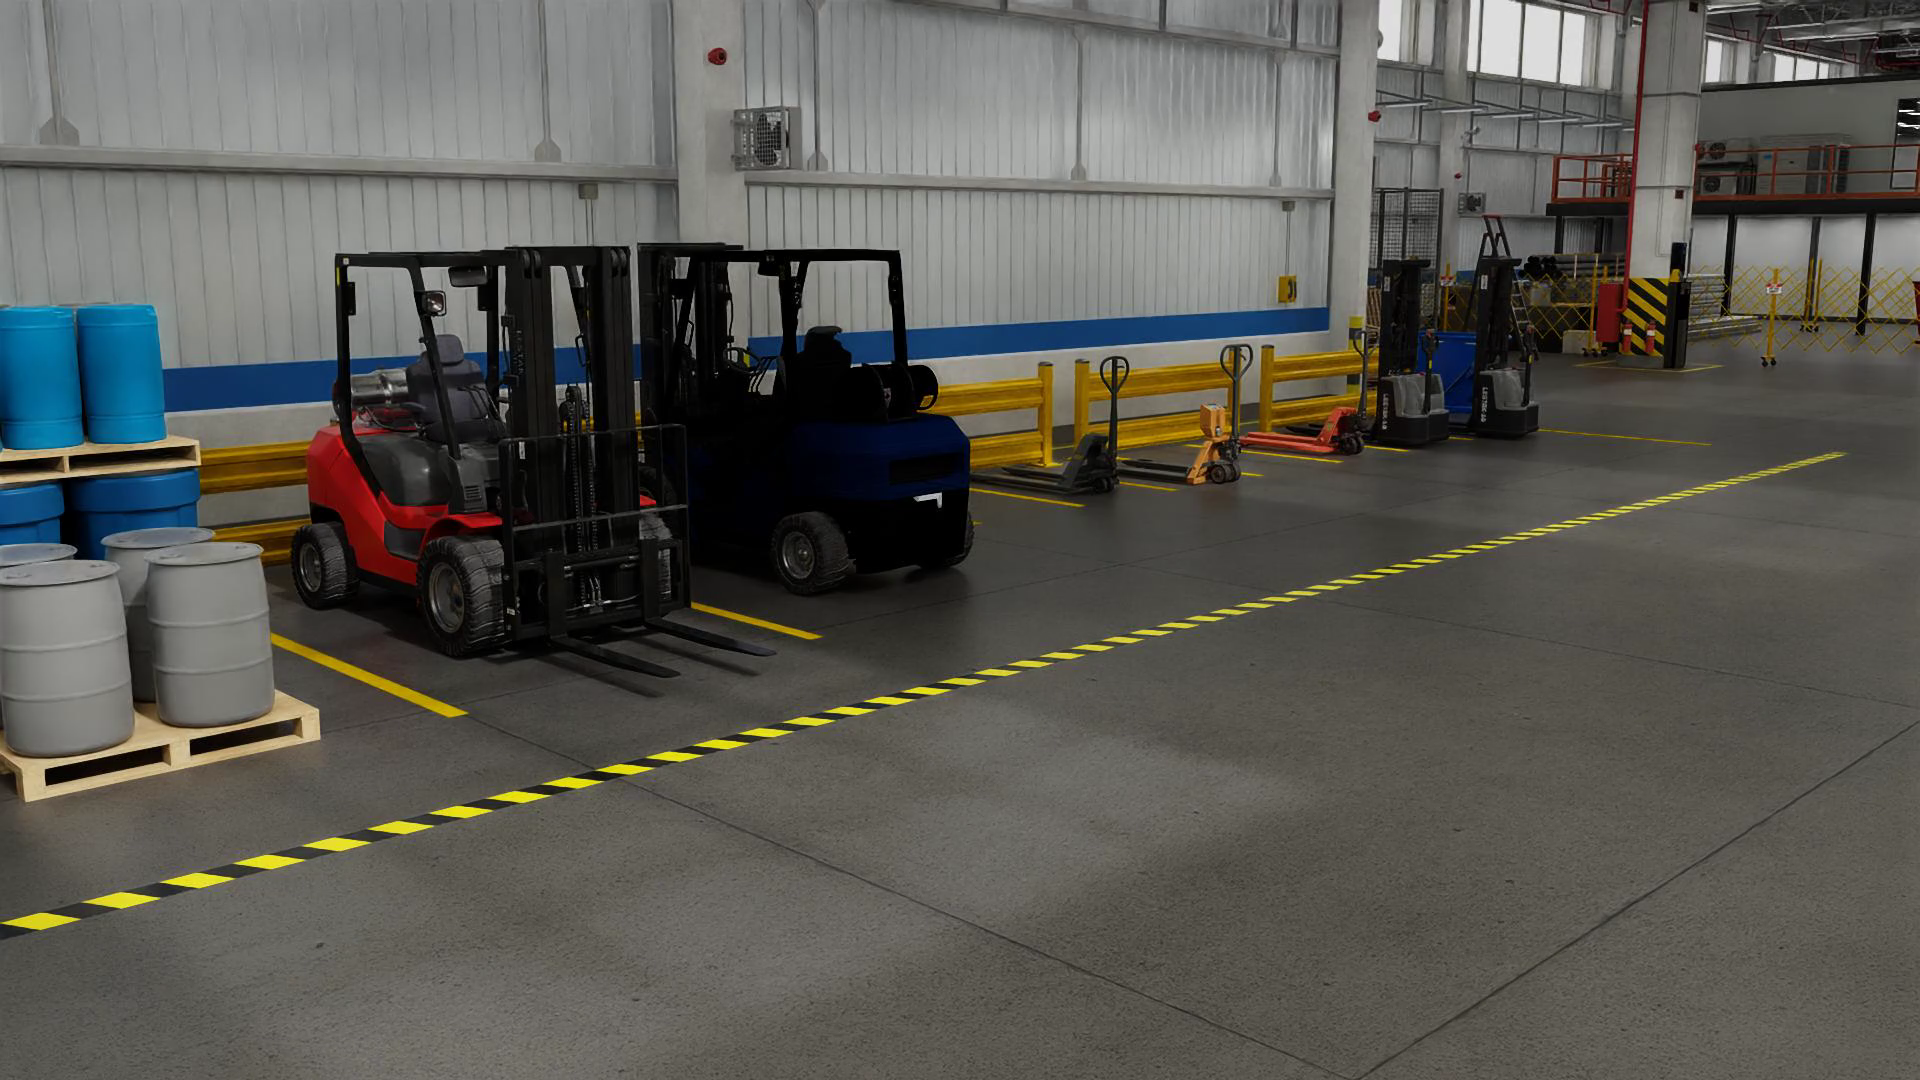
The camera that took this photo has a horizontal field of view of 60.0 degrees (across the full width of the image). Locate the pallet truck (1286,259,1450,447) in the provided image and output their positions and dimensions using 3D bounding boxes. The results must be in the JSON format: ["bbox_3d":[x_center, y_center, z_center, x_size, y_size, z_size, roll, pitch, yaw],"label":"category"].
[{"bbox_3d":[4.493,-2.078,18.196,0.823,1.965,1.885,-9,14,-40],"label":"pallet truck"}]

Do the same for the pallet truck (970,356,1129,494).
[{"bbox_3d":[0.784,-1.085,14.876,0.680,1.201,1.601,-10,14,-44],"label":"pallet truck"}]

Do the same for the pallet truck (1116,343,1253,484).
[{"bbox_3d":[1.962,-1.215,15.415,1.522,1.261,0.704,10,14,43],"label":"pallet truck"}]

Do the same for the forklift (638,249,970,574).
[{"bbox_3d":[-1.173,-0.958,11.239,2.680,1.987,1.157,10,14,43],"label":"forklift"}]

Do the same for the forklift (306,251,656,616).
[{"bbox_3d":[-2.833,-0.669,9.694,1.157,1.987,2.680,-10,14,-44],"label":"forklift"}]

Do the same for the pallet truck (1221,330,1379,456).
[{"bbox_3d":[3.563,-1.581,17.381,0.653,1.274,1.630,-10,14,-44],"label":"pallet truck"}]

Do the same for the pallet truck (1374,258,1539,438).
[{"bbox_3d":[5.704,-2.208,18.901,1.885,1.965,0.823,10,14,43],"label":"pallet truck"}]
